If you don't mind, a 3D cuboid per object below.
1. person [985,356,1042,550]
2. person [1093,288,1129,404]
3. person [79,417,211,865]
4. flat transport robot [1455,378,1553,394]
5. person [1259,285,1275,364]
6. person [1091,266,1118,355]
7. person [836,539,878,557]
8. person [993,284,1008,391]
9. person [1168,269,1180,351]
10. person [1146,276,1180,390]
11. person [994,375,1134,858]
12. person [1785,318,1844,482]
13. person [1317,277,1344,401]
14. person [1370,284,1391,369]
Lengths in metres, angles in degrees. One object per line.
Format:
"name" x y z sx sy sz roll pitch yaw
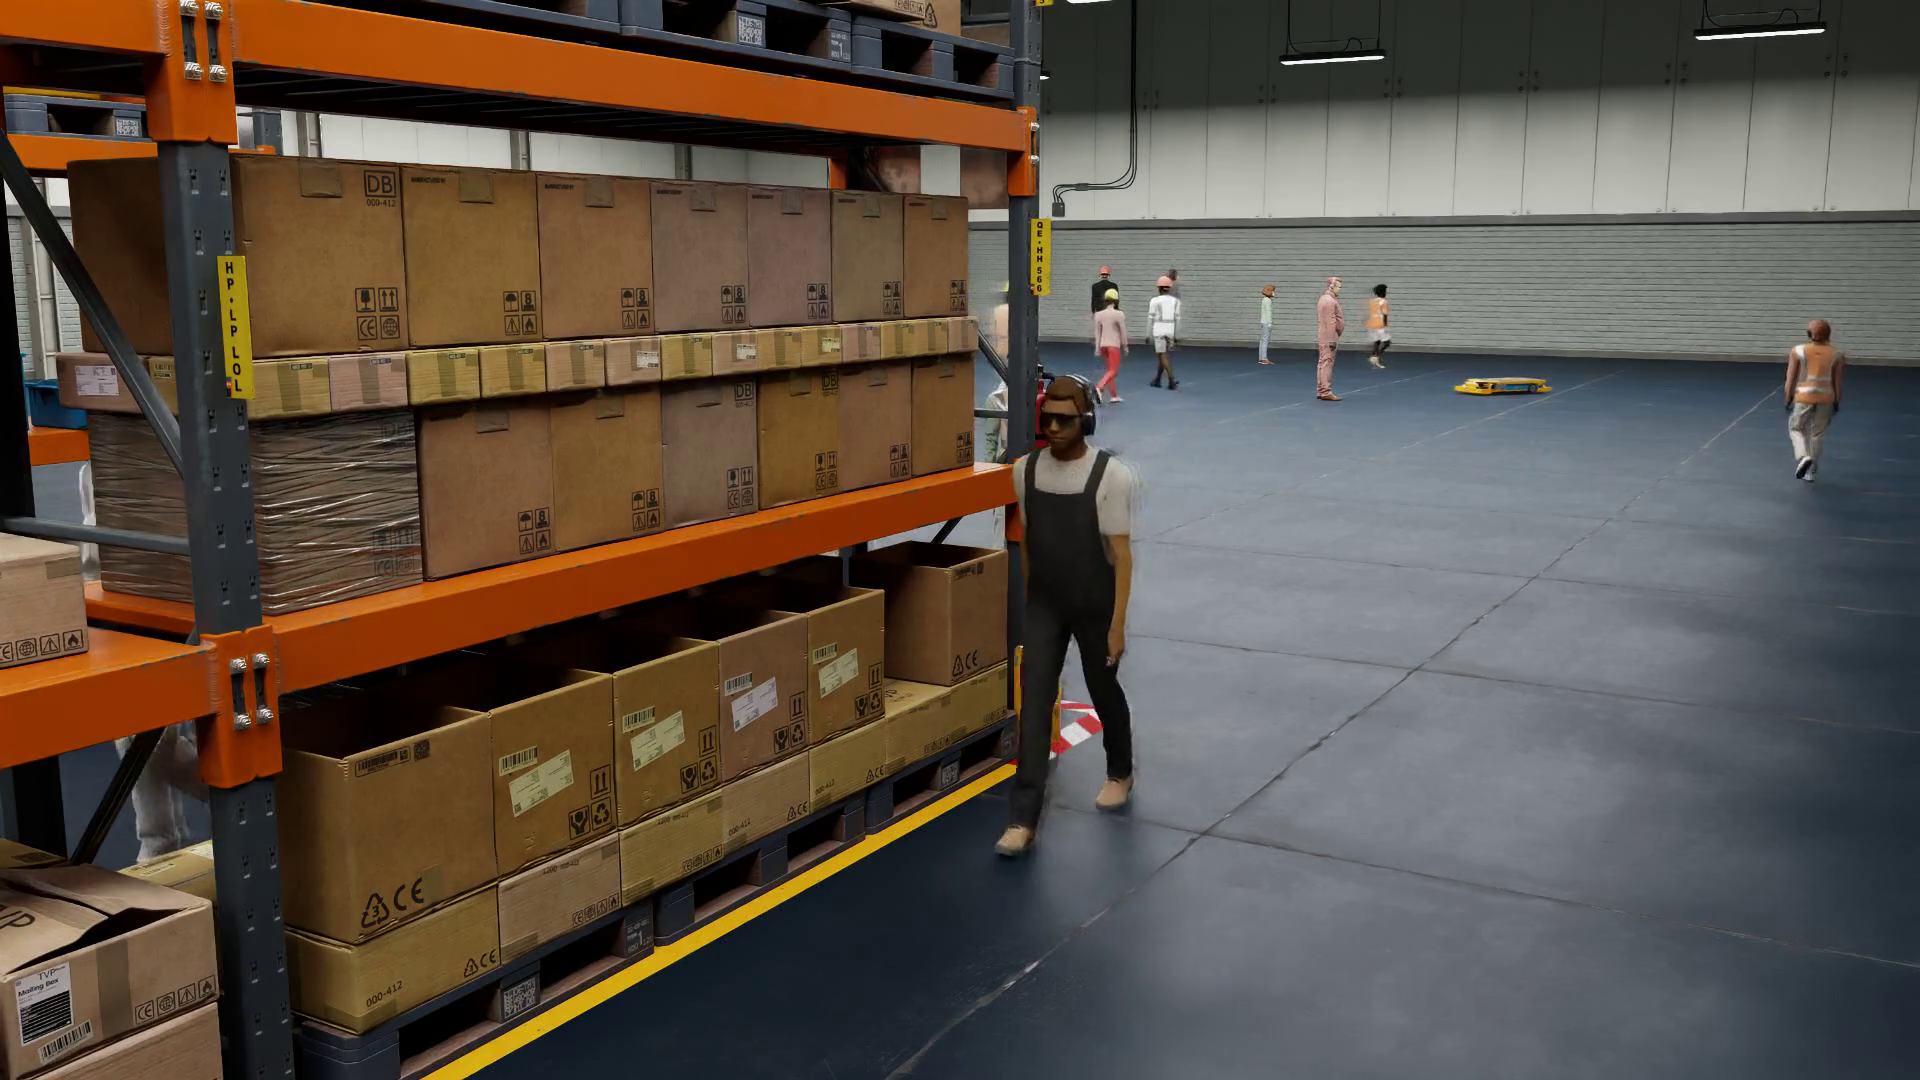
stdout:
"person" 0.405 -0.397 10.644 0.515 1.638 0.315 -2 10 -13
"person" 2.242 -2.920 25.084 0.752 1.742 0.526 -8 13 -41
"person" -2.784 0.324 5.743 0.597 1.866 0.465 5 11 26
"flat transport robot" 8.853 -2.519 27.064 1.431 0.197 0.652 -4 10 -21
"person" 6.392 -4.480 34.554 0.283 1.632 0.507 -1 10 -4
"person" 3.255 -5.154 37.451 0.612 1.995 0.382 0 10 0
"person" -0.475 -0.189 8.876 0.660 1.821 0.661 6 11 31
"person" 0.660 -2.478 22.027 0.504 1.917 0.599 -7 12 -35
"person" 4.985 -5.422 39.280 0.428 1.914 0.668 -2 10 -13
"person" 3.440 -3.474 27.909 0.559 1.902 0.947 -4 11 -25
"person" 0.448 0.253 6.423 0.519 1.795 0.997 5 11 25
"person" 8.373 -1.358 16.300 0.524 1.623 0.497 2 10 13
"person" 5.740 -3.110 25.764 0.407 1.902 0.639 0 10 2
"person" 8.256 -4.189 32.676 0.356 1.685 0.558 -3 10 -17
